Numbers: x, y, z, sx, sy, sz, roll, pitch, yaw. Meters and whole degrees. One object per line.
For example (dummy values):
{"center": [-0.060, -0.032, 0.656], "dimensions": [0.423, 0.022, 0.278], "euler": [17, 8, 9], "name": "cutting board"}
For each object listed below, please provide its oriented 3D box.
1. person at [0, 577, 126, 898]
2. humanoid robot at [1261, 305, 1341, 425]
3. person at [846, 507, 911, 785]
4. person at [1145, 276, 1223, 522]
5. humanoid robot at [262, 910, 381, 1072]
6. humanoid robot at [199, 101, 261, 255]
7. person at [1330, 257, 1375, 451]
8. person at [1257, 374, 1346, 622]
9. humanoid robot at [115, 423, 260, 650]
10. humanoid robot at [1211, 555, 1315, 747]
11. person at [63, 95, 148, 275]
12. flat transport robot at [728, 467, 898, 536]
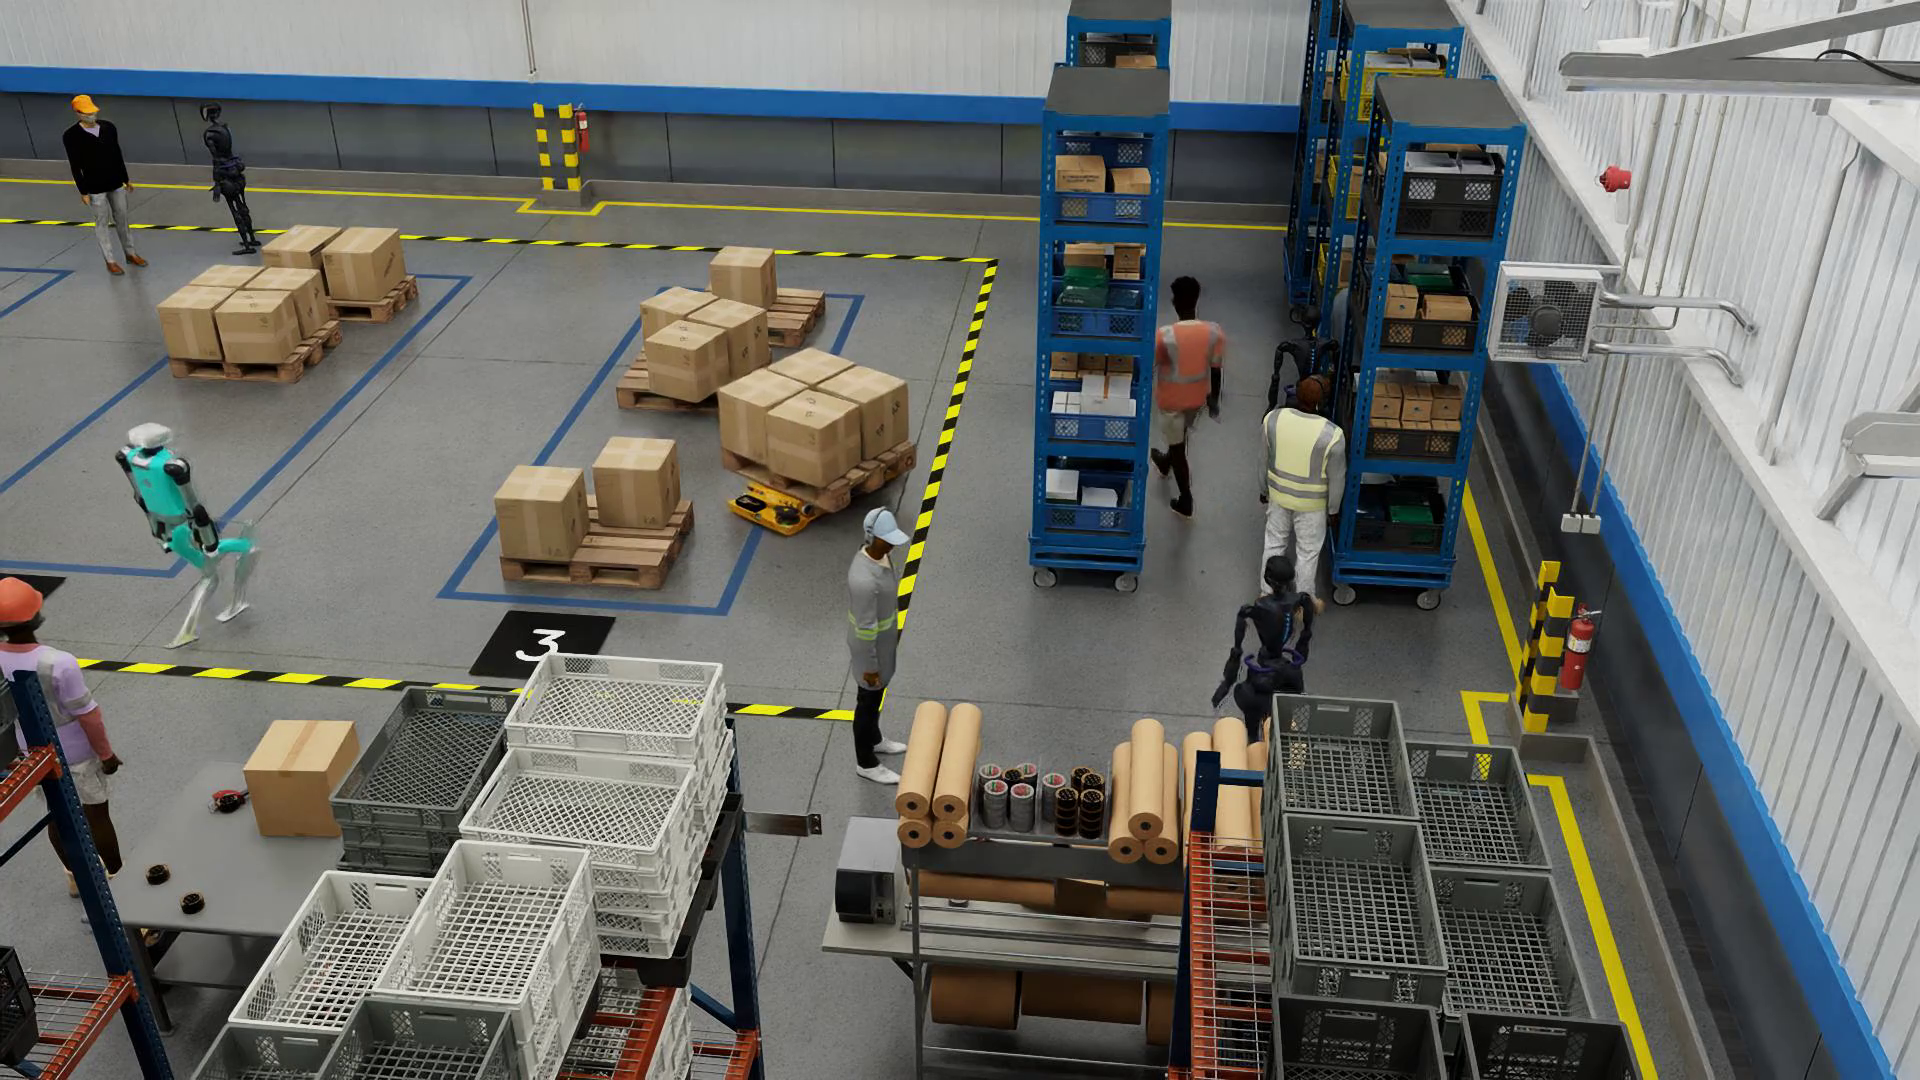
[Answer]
{"center": [-4.880, 1.097, 9.025], "dimensions": [0.606, 2.048, 0.365], "euler": [5, 31, 8], "name": "person"}
{"center": [2.687, -1.054, 13.069], "dimensions": [0.599, 1.657, 0.315], "euler": [-2, 30, -3], "name": "humanoid robot"}
{"center": [-0.479, 0.615, 10.048], "dimensions": [0.405, 1.848, 0.588], "euler": [4, 30, 7], "name": "person"}
{"center": [1.657, -1.178, 13.054], "dimensions": [0.615, 1.909, 0.995], "euler": [-13, 33, -22], "name": "person"}
{"center": [-2.708, 2.344, 7.263], "dimensions": [0.615, 1.641, 0.537], "euler": [-14, 33, -22], "name": "humanoid robot"}
{"center": [-7.926, -3.926, 18.002], "dimensions": [0.315, 1.657, 0.599], "euler": [-1, 30, -2], "name": "humanoid robot"}
{"center": [3.153, -1.328, 13.301], "dimensions": [0.361, 1.935, 0.637], "euler": [-9, 31, -16], "name": "person"}
{"center": [2.378, -0.300, 11.625], "dimensions": [0.631, 1.841, 0.429], "euler": [20, 36, 30], "name": "person"}
{"center": [-5.175, -0.096, 11.364], "dimensions": [0.552, 1.742, 0.893], "euler": [11, 32, 18], "name": "humanoid robot"}
{"center": [1.809, 0.821, 9.867], "dimensions": [0.600, 1.647, 0.437], "euler": [-11, 32, -19], "name": "humanoid robot"}
{"center": [-8.999, -3.742, 17.495], "dimensions": [0.365, 1.883, 0.589], "euler": [17, 34, 27], "name": "person"}
{"center": [-1.143, -0.490, 13.488], "dimensions": [0.652, 0.197, 1.431], "euler": [22, 37, 32], "name": "flat transport robot"}
